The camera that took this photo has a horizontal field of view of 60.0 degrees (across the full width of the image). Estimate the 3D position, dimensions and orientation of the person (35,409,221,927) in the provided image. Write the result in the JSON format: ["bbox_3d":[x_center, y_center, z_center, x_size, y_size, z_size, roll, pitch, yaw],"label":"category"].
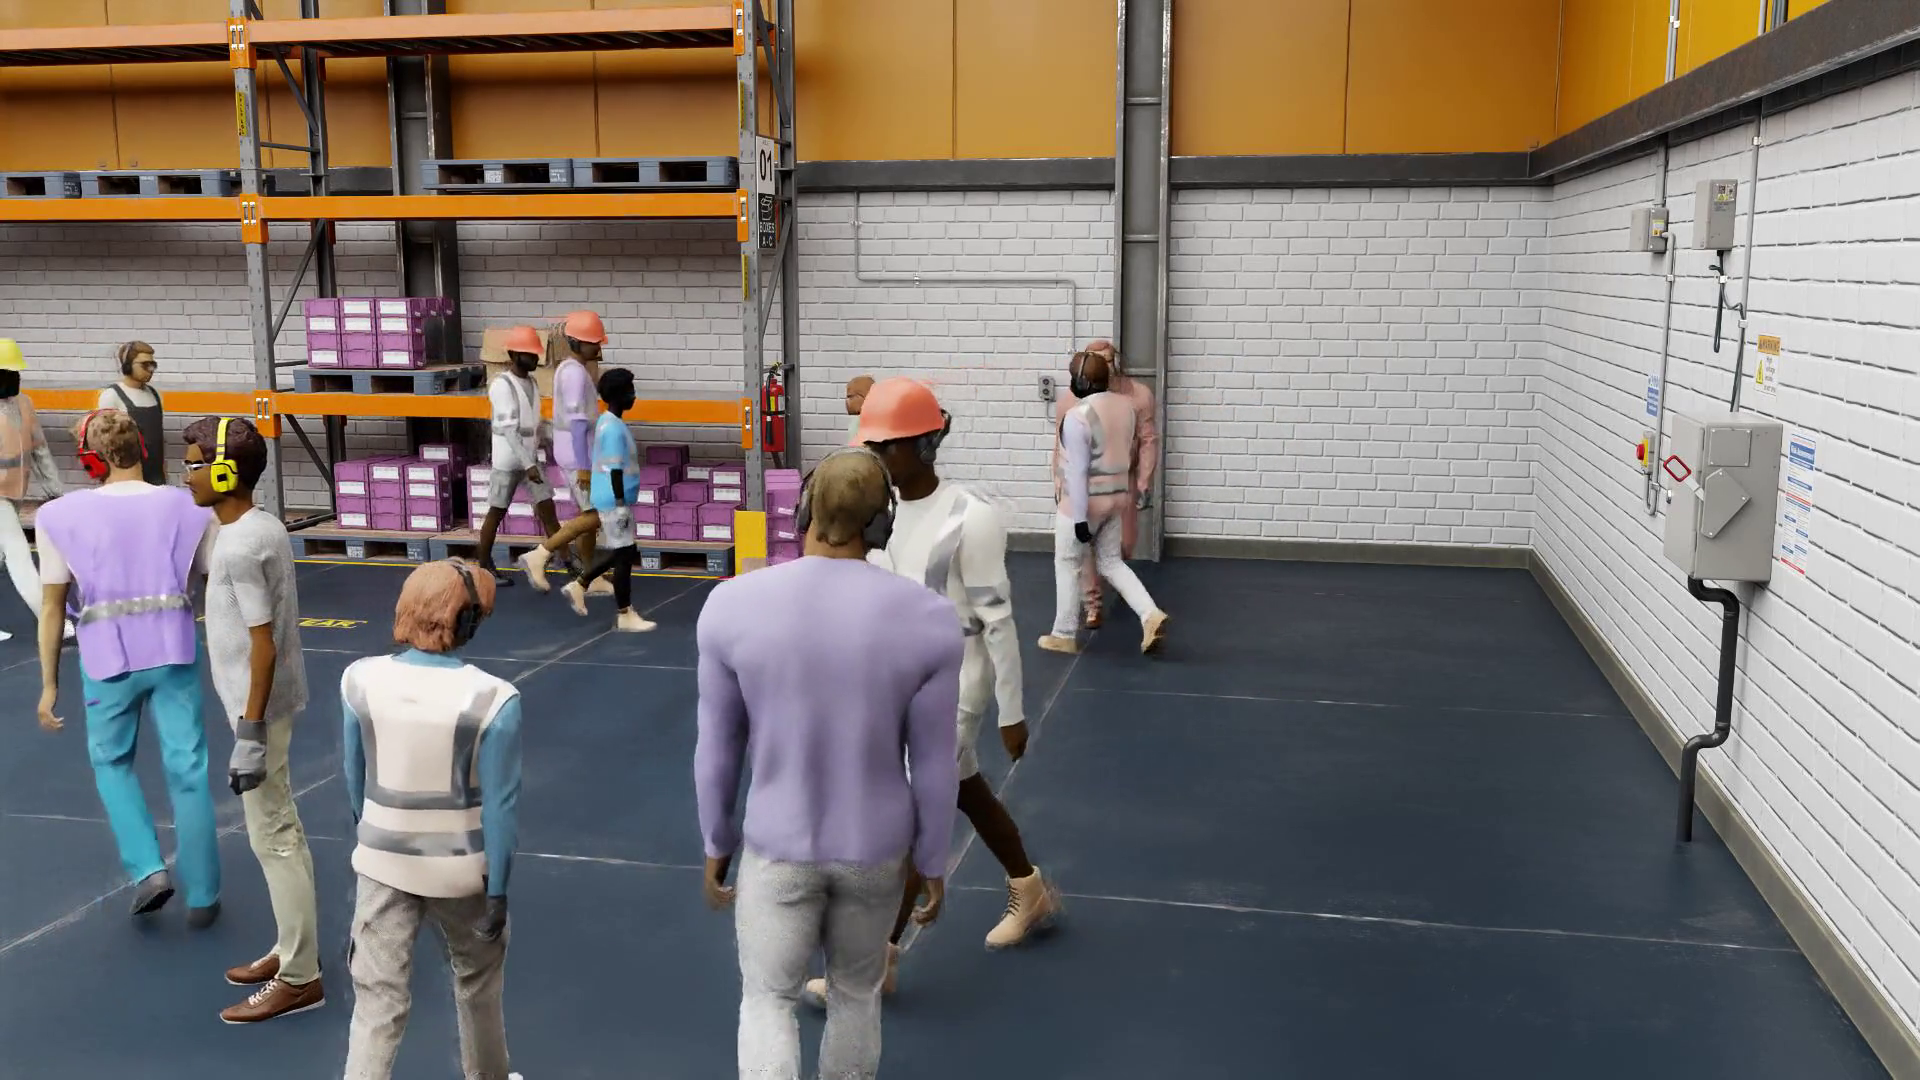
[{"bbox_3d":[-2.827,0.458,5.787,0.703,1.820,0.457,-6,11,-34],"label":"person"}]

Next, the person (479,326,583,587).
[{"bbox_3d":[-3.059,-0.567,11.784,1.039,1.875,0.549,4,10,21],"label":"person"}]

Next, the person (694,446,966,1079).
[{"bbox_3d":[-0.301,0.743,3.868,0.641,1.906,0.737,-1,9,-5],"label":"person"}]

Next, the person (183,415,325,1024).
[{"bbox_3d":[-2.178,0.548,5.120,0.323,1.870,0.518,-3,10,-17],"label":"person"}]

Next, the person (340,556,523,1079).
[{"bbox_3d":[-1.343,0.843,4.160,0.508,1.594,0.863,1,9,5],"label":"person"}]

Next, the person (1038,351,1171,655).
[{"bbox_3d":[0.837,-0.197,9.770,0.799,1.820,0.621,8,13,41],"label":"person"}]

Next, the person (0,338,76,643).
[{"bbox_3d":[-5.746,-0.283,10.109,0.966,1.873,0.599,0,9,2],"label":"person"}]

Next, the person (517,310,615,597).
[{"bbox_3d":[-2.667,-0.564,11.403,0.638,2.014,0.632,-2,10,-13],"label":"person"}]

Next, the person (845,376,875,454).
[{"bbox_3d":[-0.640,-0.267,10.864,0.813,1.588,0.506,5,11,30],"label":"person"}]

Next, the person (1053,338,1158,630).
[{"bbox_3d":[0.932,-0.393,10.833,0.655,1.864,0.800,0,9,1],"label":"person"}]

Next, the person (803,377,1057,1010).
[{"bbox_3d":[-0.056,0.457,5.376,1.040,1.982,0.614,-7,12,-36],"label":"person"}]

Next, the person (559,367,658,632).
[{"bbox_3d":[-2.221,-0.242,10.452,0.520,1.685,0.541,-2,10,-11],"label":"person"}]

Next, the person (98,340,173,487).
[{"bbox_3d":[-5.554,-0.421,11.120,0.691,1.826,0.512,3,10,17],"label":"person"}]
